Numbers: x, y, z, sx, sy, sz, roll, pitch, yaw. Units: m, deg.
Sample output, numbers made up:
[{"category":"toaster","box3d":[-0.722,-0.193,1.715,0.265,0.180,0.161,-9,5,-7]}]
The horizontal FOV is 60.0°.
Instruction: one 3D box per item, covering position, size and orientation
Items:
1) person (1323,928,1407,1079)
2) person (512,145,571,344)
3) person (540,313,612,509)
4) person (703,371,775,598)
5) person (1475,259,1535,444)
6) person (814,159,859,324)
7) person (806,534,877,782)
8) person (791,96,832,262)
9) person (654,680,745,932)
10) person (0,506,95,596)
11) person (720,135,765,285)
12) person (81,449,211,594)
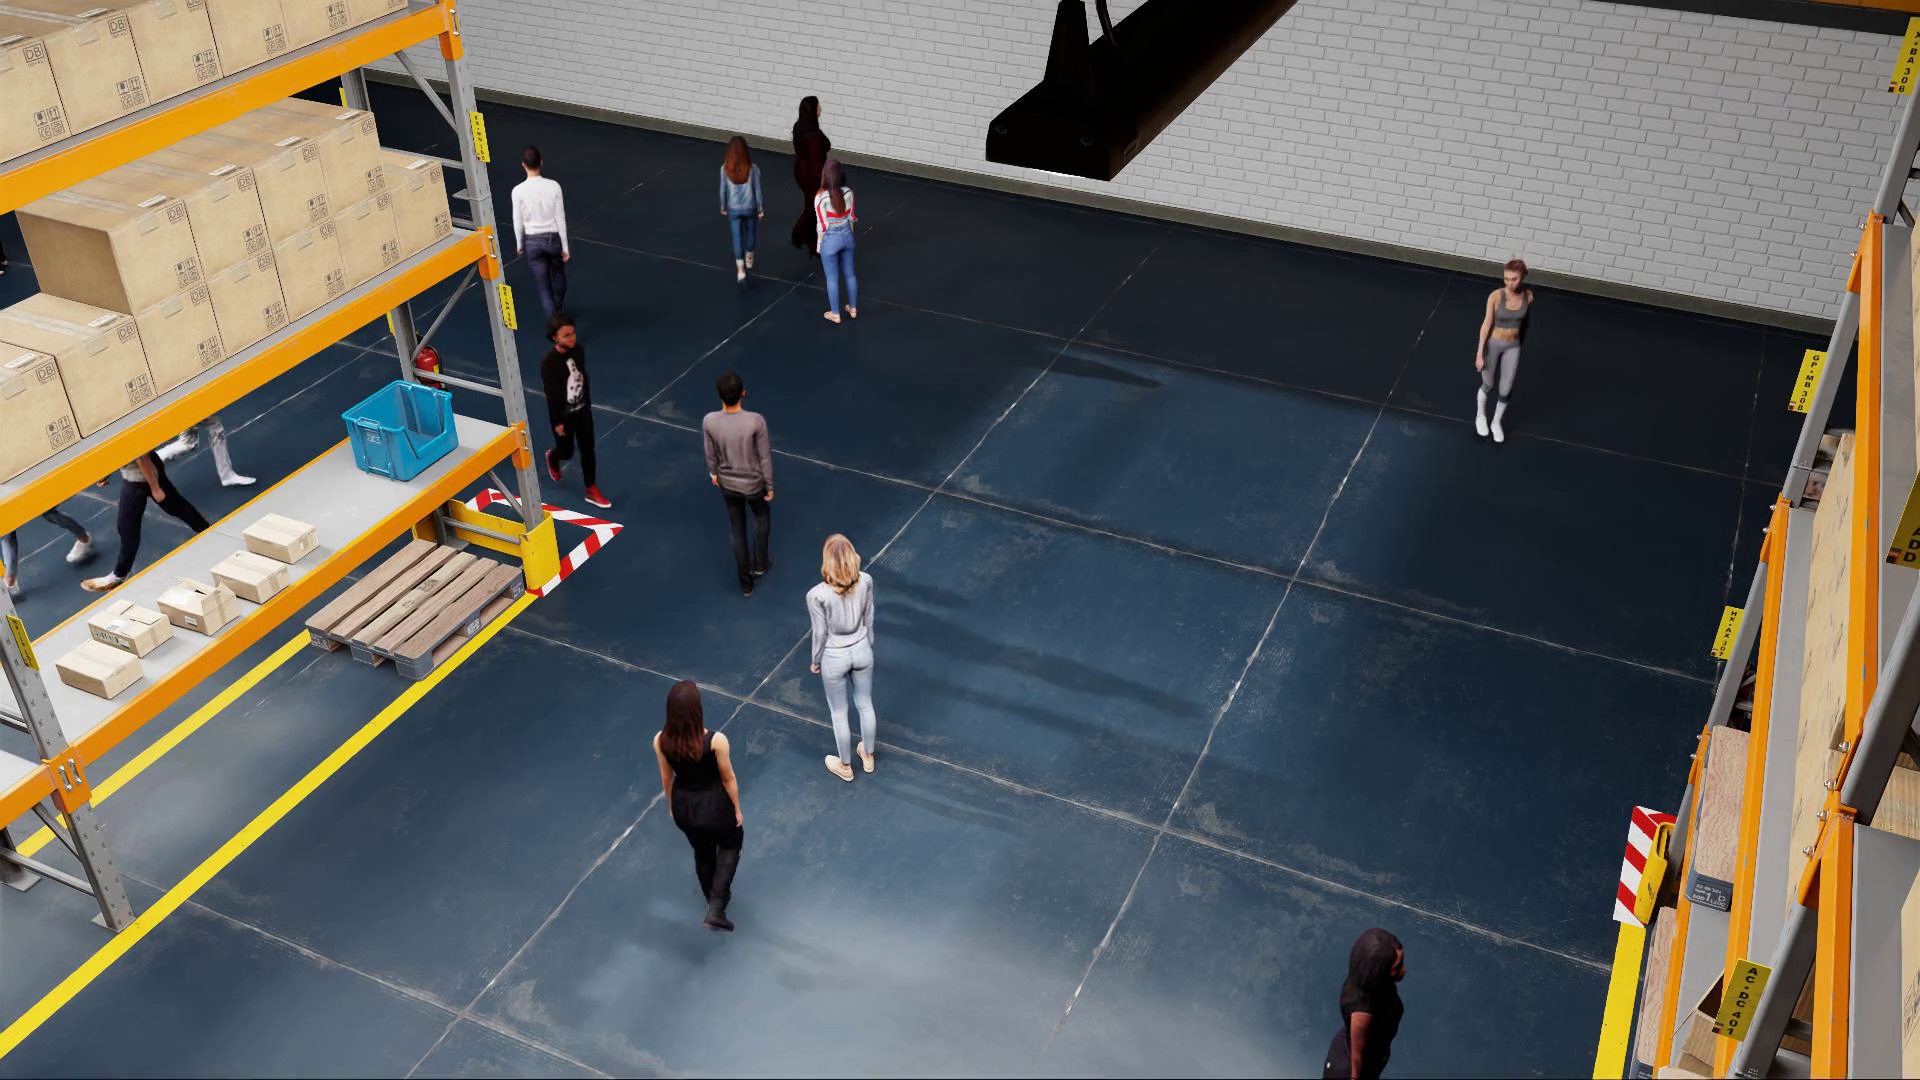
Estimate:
[{"category":"person","box3d":[1.850,2.462,7.754,0.657,1.740,0.449,13,36,19]},{"category":"person","box3d":[-3.835,-2.684,15.418,1.190,1.826,1.211,-13,36,-19]},{"category":"person","box3d":[-3.123,-1.025,13.078,0.826,1.653,0.933,28,42,35]},{"category":"person","box3d":[-1.592,-0.361,11.984,0.846,1.758,0.790,13,36,19]},{"category":"person","box3d":[4.536,-1.611,13.947,0.696,1.668,0.772,-3,34,-5]},{"category":"person","box3d":[-1.169,-2.860,15.875,0.621,1.614,0.722,-19,38,-26]},{"category":"person","box3d":[-0.712,0.729,10.311,0.627,1.796,0.720,-17,37,-24]},{"category":"person","box3d":[-1.584,-3.660,16.959,0.907,1.746,0.851,-15,36,-21]},{"category":"person","box3d":[-1.445,1.546,9.193,0.732,1.672,0.841,7,34,10]},{"category":"person","box3d":[-6.826,-0.432,12.184,0.639,1.655,1.117,16,37,23]},{"category":"person","box3d":[-2.191,-3.293,16.666,0.903,1.459,1.065,-4,34,-6]},{"category":"person","box3d":[-5.867,-0.499,12.127,1.280,1.830,1.120,-18,38,-25]}]
